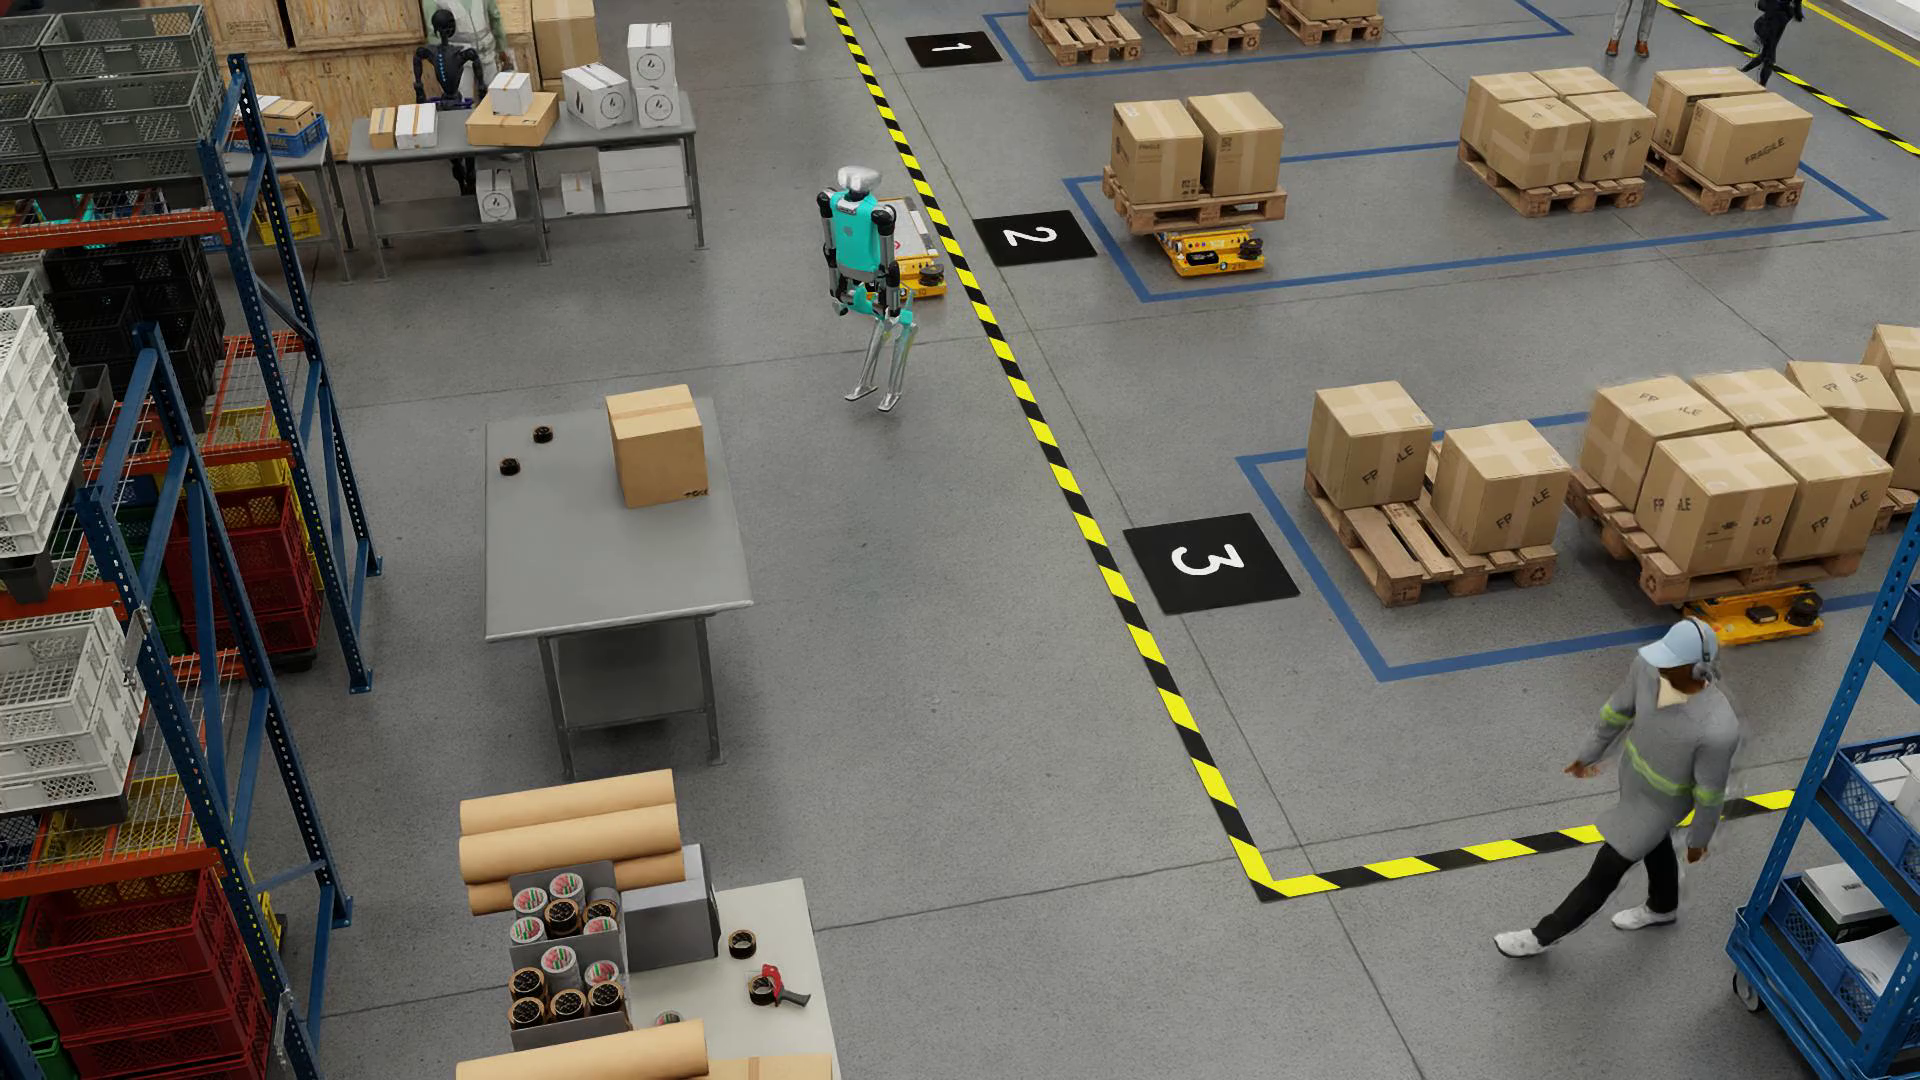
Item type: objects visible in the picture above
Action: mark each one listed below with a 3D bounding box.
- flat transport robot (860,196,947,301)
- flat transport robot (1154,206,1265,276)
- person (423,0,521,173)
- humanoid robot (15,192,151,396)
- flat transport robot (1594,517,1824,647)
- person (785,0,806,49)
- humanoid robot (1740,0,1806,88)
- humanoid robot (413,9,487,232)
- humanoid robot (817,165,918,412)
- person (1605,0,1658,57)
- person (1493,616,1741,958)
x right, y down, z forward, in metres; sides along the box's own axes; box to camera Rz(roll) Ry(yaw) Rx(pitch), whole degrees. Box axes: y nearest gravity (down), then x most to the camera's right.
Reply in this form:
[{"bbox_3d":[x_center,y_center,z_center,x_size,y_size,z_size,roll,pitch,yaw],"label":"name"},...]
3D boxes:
[{"bbox_3d":[-0.570,-2.220,12.538,0.659,0.231,1.431,-8,37,-10],"label":"flat transport robot"},{"bbox_3d":[1.798,-2.476,12.858,0.652,0.197,1.431,-8,37,-10],"label":"flat transport robot"},{"bbox_3d":[-3.931,-3.873,13.380,0.634,1.926,0.469,-28,45,-32],"label":"person"},{"bbox_3d":[-5.266,-1.403,10.134,0.530,1.701,0.735,-14,39,-18],"label":"humanoid robot"},{"bbox_3d":[4.194,0.055,9.457,0.652,0.197,1.431,-8,37,-10],"label":"flat transport robot"},{"bbox_3d":[-1.653,-5.675,15.947,0.584,1.728,0.869,-15,39,-19],"label":"person"},{"bbox_3d":[7.180,-4.702,14.722,0.627,1.633,0.553,-23,42,-28],"label":"humanoid robot"},{"bbox_3d":[-3.879,-3.226,12.729,0.601,1.630,0.583,1,37,2],"label":"humanoid robot"},{"bbox_3d":[-0.487,-1.625,10.391,0.533,1.681,0.735,21,41,26],"label":"humanoid robot"},{"bbox_3d":[6.472,-5.462,15.543,0.589,1.881,0.379,7,37,9],"label":"person"},{"bbox_3d":[2.770,1.036,6.872,0.971,1.797,0.618,-6,37,-8],"label":"person"}]
